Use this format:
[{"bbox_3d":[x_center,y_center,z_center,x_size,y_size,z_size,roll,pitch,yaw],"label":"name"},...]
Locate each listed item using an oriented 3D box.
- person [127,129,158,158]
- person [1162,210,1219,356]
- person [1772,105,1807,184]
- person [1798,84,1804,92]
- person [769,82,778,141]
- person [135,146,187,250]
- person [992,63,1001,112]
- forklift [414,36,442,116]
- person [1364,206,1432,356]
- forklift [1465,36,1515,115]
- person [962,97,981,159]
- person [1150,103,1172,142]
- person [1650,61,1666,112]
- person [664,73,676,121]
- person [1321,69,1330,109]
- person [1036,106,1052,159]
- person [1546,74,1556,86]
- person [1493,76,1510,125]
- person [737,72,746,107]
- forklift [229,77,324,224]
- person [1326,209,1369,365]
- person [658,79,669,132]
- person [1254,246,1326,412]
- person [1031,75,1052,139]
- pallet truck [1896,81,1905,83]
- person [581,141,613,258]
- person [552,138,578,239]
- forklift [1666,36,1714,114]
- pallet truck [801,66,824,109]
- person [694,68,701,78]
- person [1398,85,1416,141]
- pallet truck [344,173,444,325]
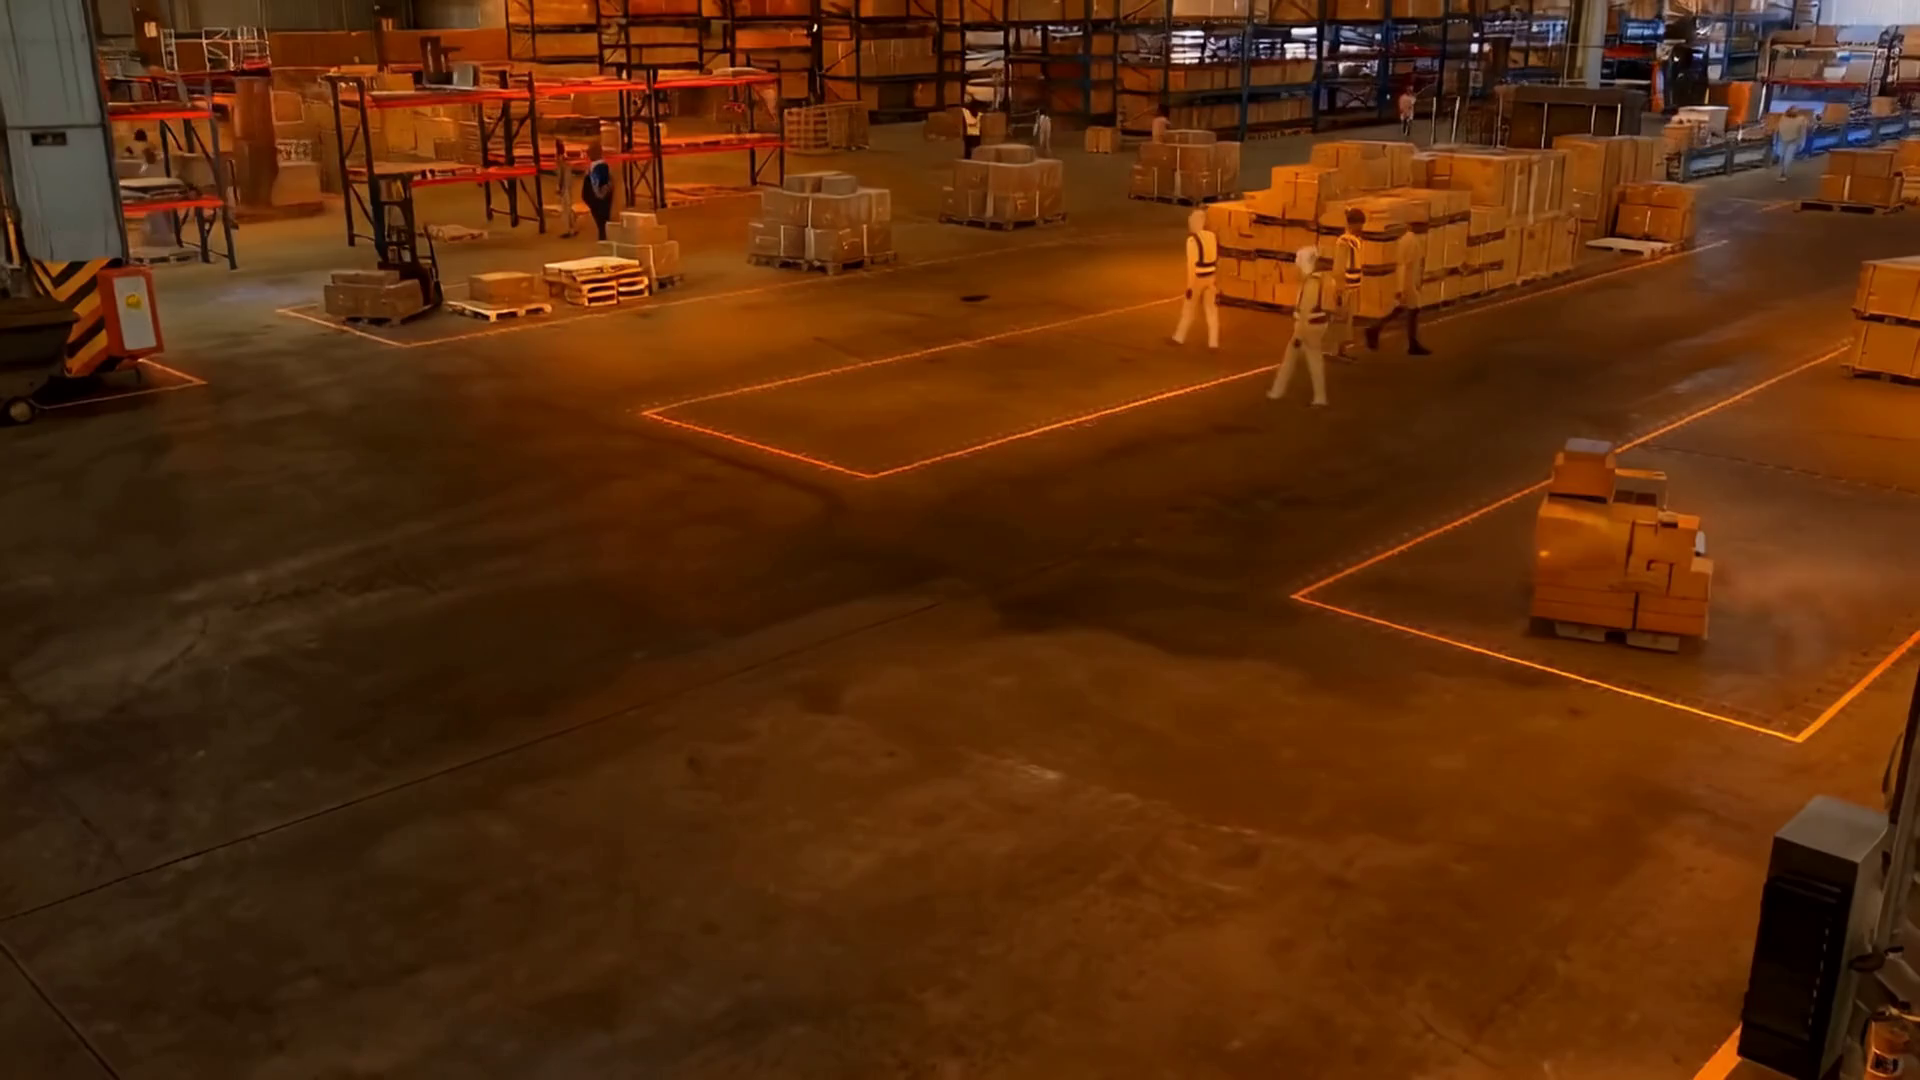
[{"bbox_3d":[-16.515,-7.451,33.888,0.660,1.814,0.783,-1,18,-3],"label":"person"},{"bbox_3d":[3.044,-3.331,21.444,0.643,1.835,0.926,-14,23,-36],"label":"person"},{"bbox_3d":[20.077,-9.600,40.318,1.017,1.852,0.670,-15,23,-38],"label":"person"},{"bbox_3d":[34.596,-18.879,68.333,0.425,1.806,0.649,-3,19,-10],"label":"person"},{"bbox_3d":[-5.547,-13.086,50.711,0.607,1.916,0.652,6,19,17],"label":"person"},{"bbox_3d":[-14.393,-6.082,29.689,1.015,1.872,0.590,-16,24,-40],"label":"person"},{"bbox_3d":[1.345,-16.360,60.543,0.358,1.938,0.636,2,18,7],"label":"person"},{"bbox_3d":[-19.605,-17.228,61.686,1.129,2.768,1.873,17,25,41],"label":"forklift"},{"bbox_3d":[5.680,-3.335,21.344,0.821,1.918,0.552,7,20,21],"label":"person"},{"bbox_3d":[19.973,-17.201,61.605,1.873,2.768,1.129,16,24,40],"label":"forklift"},{"bbox_3d":[0.286,-10.210,42.052,0.377,1.921,0.604,16,24,41],"label":"person"},{"bbox_3d":[4.850,-9.420,39.656,0.634,1.915,0.974,16,24,39],"label":"person"},{"bbox_3d":[26.691,-17.309,63.479,0.615,1.886,0.669,-11,21,-30],"label":"person"},{"bbox_3d":[-10.465,-15.794,59.269,0.852,1.649,0.546,13,22,34],"label":"person"},{"bbox_3d":[13.811,-17.395,63.695,0.694,1.920,0.556,12,22,33],"label":"person"},{"bbox_3d":[2.166,-10.449,43.237,0.537,1.623,0.535,5,19,15],"label":"person"},{"bbox_3d":[18.026,-13.184,50.832,0.527,2.031,0.637,-13,22,-34],"label":"person"},{"bbox_3d":[18.066,-14.602,55.534,0.533,1.747,0.680,1,18,2],"label":"person"},{"bbox_3d":[-7.253,-14.668,55.453,0.374,1.934,0.548,-7,20,-20],"label":"person"},{"bbox_3d":[-14.133,-7.919,33.642,1.873,2.768,1.129,-16,24,-40],"label":"forklift"},{"bbox_3d":[4.854,-3.170,20.815,0.415,1.940,0.601,12,22,31],"label":"person"},{"bbox_3d":[-9.749,-14.192,54.390,0.317,1.695,0.540,5,19,14],"label":"person"},{"bbox_3d":[3.695,-2.322,18.381,0.896,1.848,0.611,2,19,7],"label":"person"},{"bbox_3d":[2.537,-13.536,52.049,1.045,1.944,0.615,-17,25,-42],"label":"person"},{"bbox_3d":[34.802,-16.331,61.455,0.653,1.274,1.630,17,25,41],"label":"pallet truck"},{"bbox_3d":[-6.287,-5.892,28.844,0.536,2.000,0.687,-5,19,-13],"label":"person"},{"bbox_3d":[-7.460,-6.616,31.321,0.329,1.861,0.505,0,18,0],"label":"person"},{"bbox_3d":[27.341,-17.291,61.877,1.129,2.768,1.873,17,25,41],"label":"forklift"},{"bbox_3d":[-4.812,-15.182,56.903,0.823,1.965,1.885,-9,21,-26],"label":"pallet truck"},{"bbox_3d":[-10.009,-17.278,63.793,0.531,1.622,0.423,13,23,35],"label":"person"},{"bbox_3d":[13.875,-13.259,51.625,0.537,1.673,0.758,5,19,14],"label":"person"},{"bbox_3d":[-8.209,-4.181,23.757,0.823,1.965,1.885,3,19,9],"label":"pallet truck"}]
